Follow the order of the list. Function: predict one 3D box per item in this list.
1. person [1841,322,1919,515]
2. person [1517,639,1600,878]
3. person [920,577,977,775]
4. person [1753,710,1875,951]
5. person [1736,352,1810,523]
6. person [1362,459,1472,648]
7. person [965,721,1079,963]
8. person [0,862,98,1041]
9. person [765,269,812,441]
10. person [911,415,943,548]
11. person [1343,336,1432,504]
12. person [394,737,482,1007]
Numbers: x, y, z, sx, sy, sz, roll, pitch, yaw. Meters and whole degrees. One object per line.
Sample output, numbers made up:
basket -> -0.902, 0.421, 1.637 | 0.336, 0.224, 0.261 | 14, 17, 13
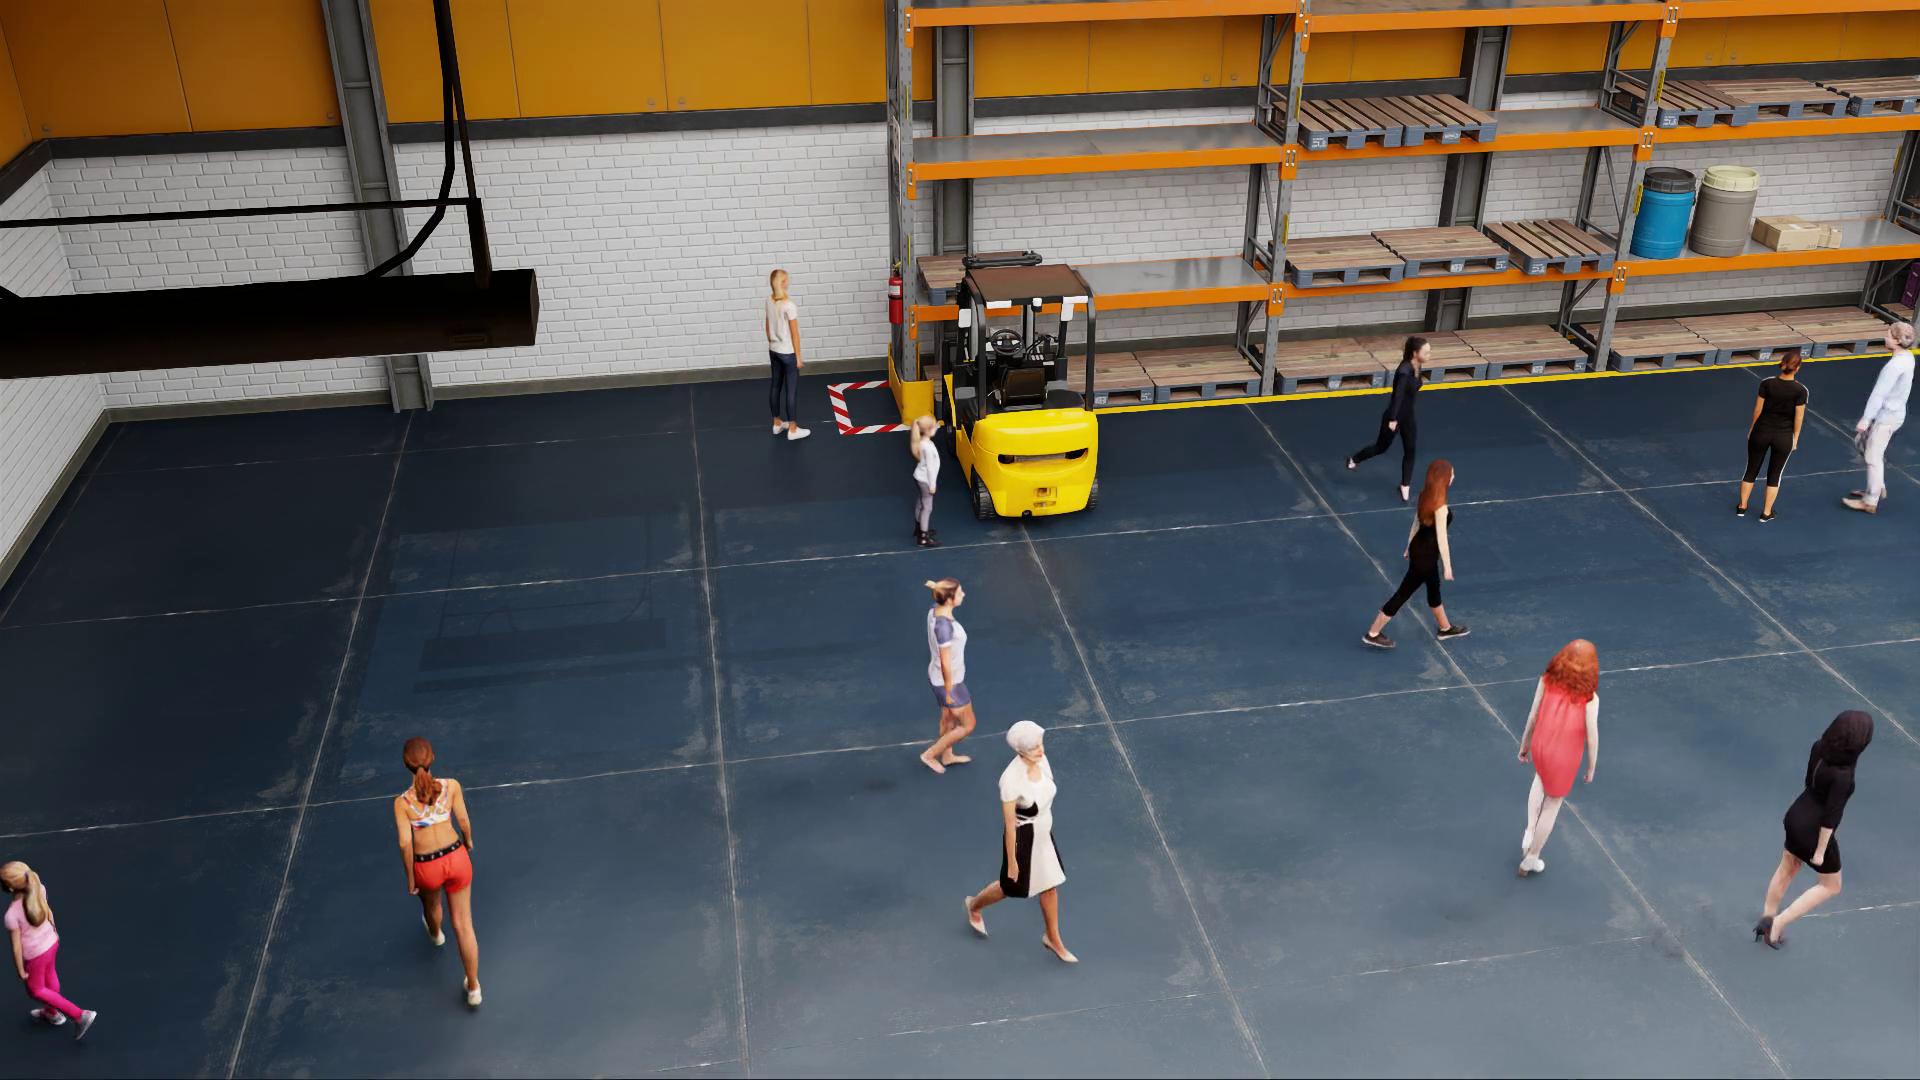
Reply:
person -> 8.785, -1.115, 15.622 | 0.877, 1.876, 0.818 | 17, 33, 28
person -> 3.860, 1.478, 10.936 | 0.789, 1.811, 0.750 | -24, 37, -37
person -> -0.157, 1.003, 12.010 | 0.623, 1.617, 0.572 | -5, 29, -10
person -> 5.182, 1.829, 10.312 | 0.694, 1.793, 0.672 | 2, 29, 3
person -> 7.620, -0.983, 15.597 | 0.645, 1.668, 0.697 | 20, 34, 32
person -> 3.671, 0.156, 13.497 | 1.181, 1.679, 0.711 | 0, 29, -1
person -> 0.331, 1.860, 10.328 | 1.118, 1.723, 1.058 | 20, 34, 32
person -> -5.396, 2.414, 9.795 | 0.842, 1.262, 0.661 | 5, 29, 9
person -> -1.823, -1.921, 17.171 | 0.668, 1.808, 0.695 | 23, 36, 36
person -> -0.329, -0.556, 15.223 | 0.506, 1.277, 0.496 | -8, 30, -15
person -> 4.128, -1.171, 15.942 | 1.028, 1.668, 1.067 | 24, 37, 37
person -> -3.092, 2.027, 9.998 | 1.138, 1.746, 0.928 | -16, 32, -26
